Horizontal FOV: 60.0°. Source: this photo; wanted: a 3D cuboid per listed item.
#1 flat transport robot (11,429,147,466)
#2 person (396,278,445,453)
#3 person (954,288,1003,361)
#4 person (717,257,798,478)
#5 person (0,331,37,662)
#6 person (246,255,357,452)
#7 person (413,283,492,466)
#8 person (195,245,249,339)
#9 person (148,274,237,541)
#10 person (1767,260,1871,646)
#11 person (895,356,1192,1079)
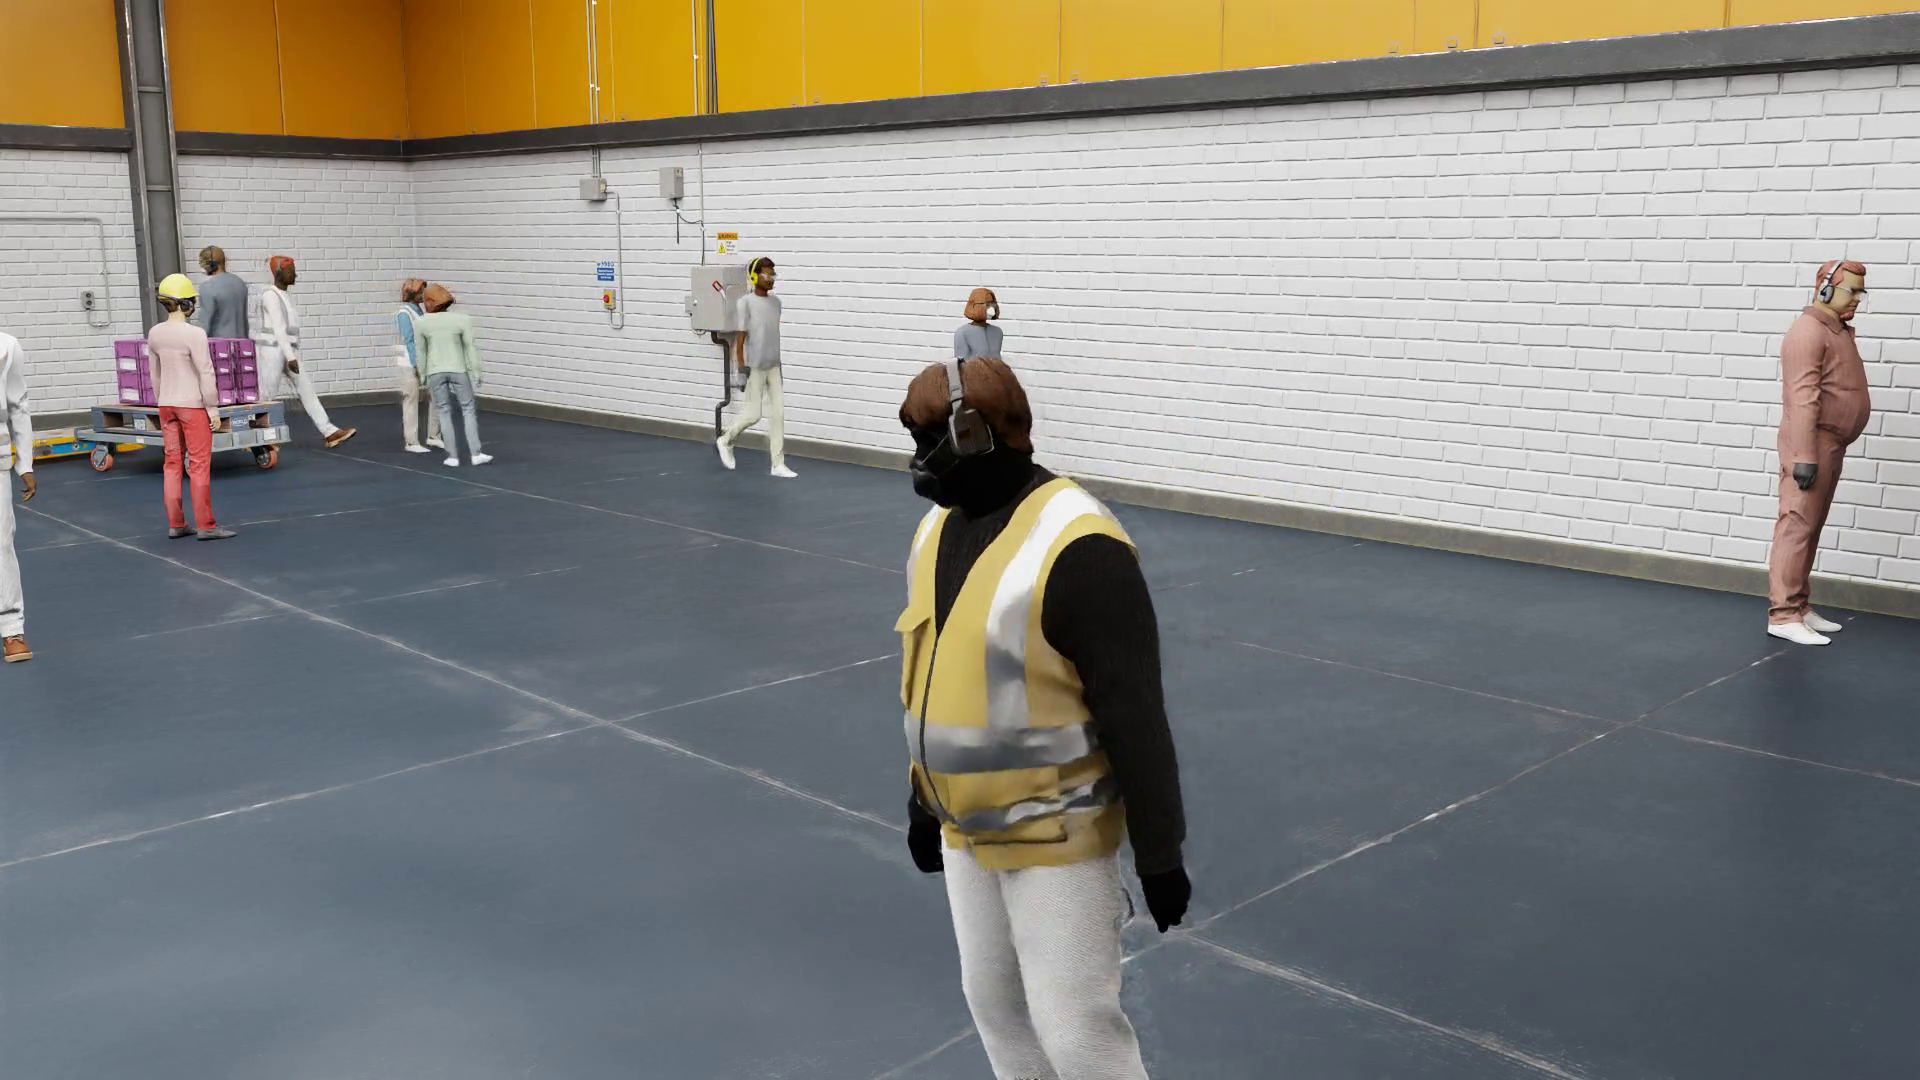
[{"bbox_3d":[-8.237,-0.866,15.097,0.652,0.197,1.431,5,12,27],"label":"flat transport robot"},{"bbox_3d":[-4.972,-1.607,15.450,0.506,1.625,0.525,2,11,9],"label":"person"},{"bbox_3d":[0.158,-1.064,12.451,0.280,1.636,0.500,9,14,41],"label":"person"},{"bbox_3d":[-1.714,-1.455,14.020,0.773,1.850,0.518,8,13,37],"label":"person"},{"bbox_3d":[-4.676,-0.338,7.816,0.584,1.883,0.346,-6,12,-30],"label":"person"},{"bbox_3d":[-6.255,-1.726,15.536,1.013,1.826,0.593,0,10,-2],"label":"person"},{"bbox_3d":[-4.498,-1.450,14.631,0.565,1.609,0.323,-2,11,-10],"label":"person"},{"bbox_3d":[-7.080,-1.847,15.923,0.440,1.924,0.643,2,11,9],"label":"person"},{"bbox_3d":[-5.130,-0.873,11.046,0.525,1.772,0.305,4,11,23],"label":"person"},{"bbox_3d":[4.310,-0.440,8.328,0.405,1.903,0.636,8,13,37],"label":"person"},{"bbox_3d":[0.128,0.550,3.207,0.465,1.803,0.679,-6,12,-31],"label":"person"}]
